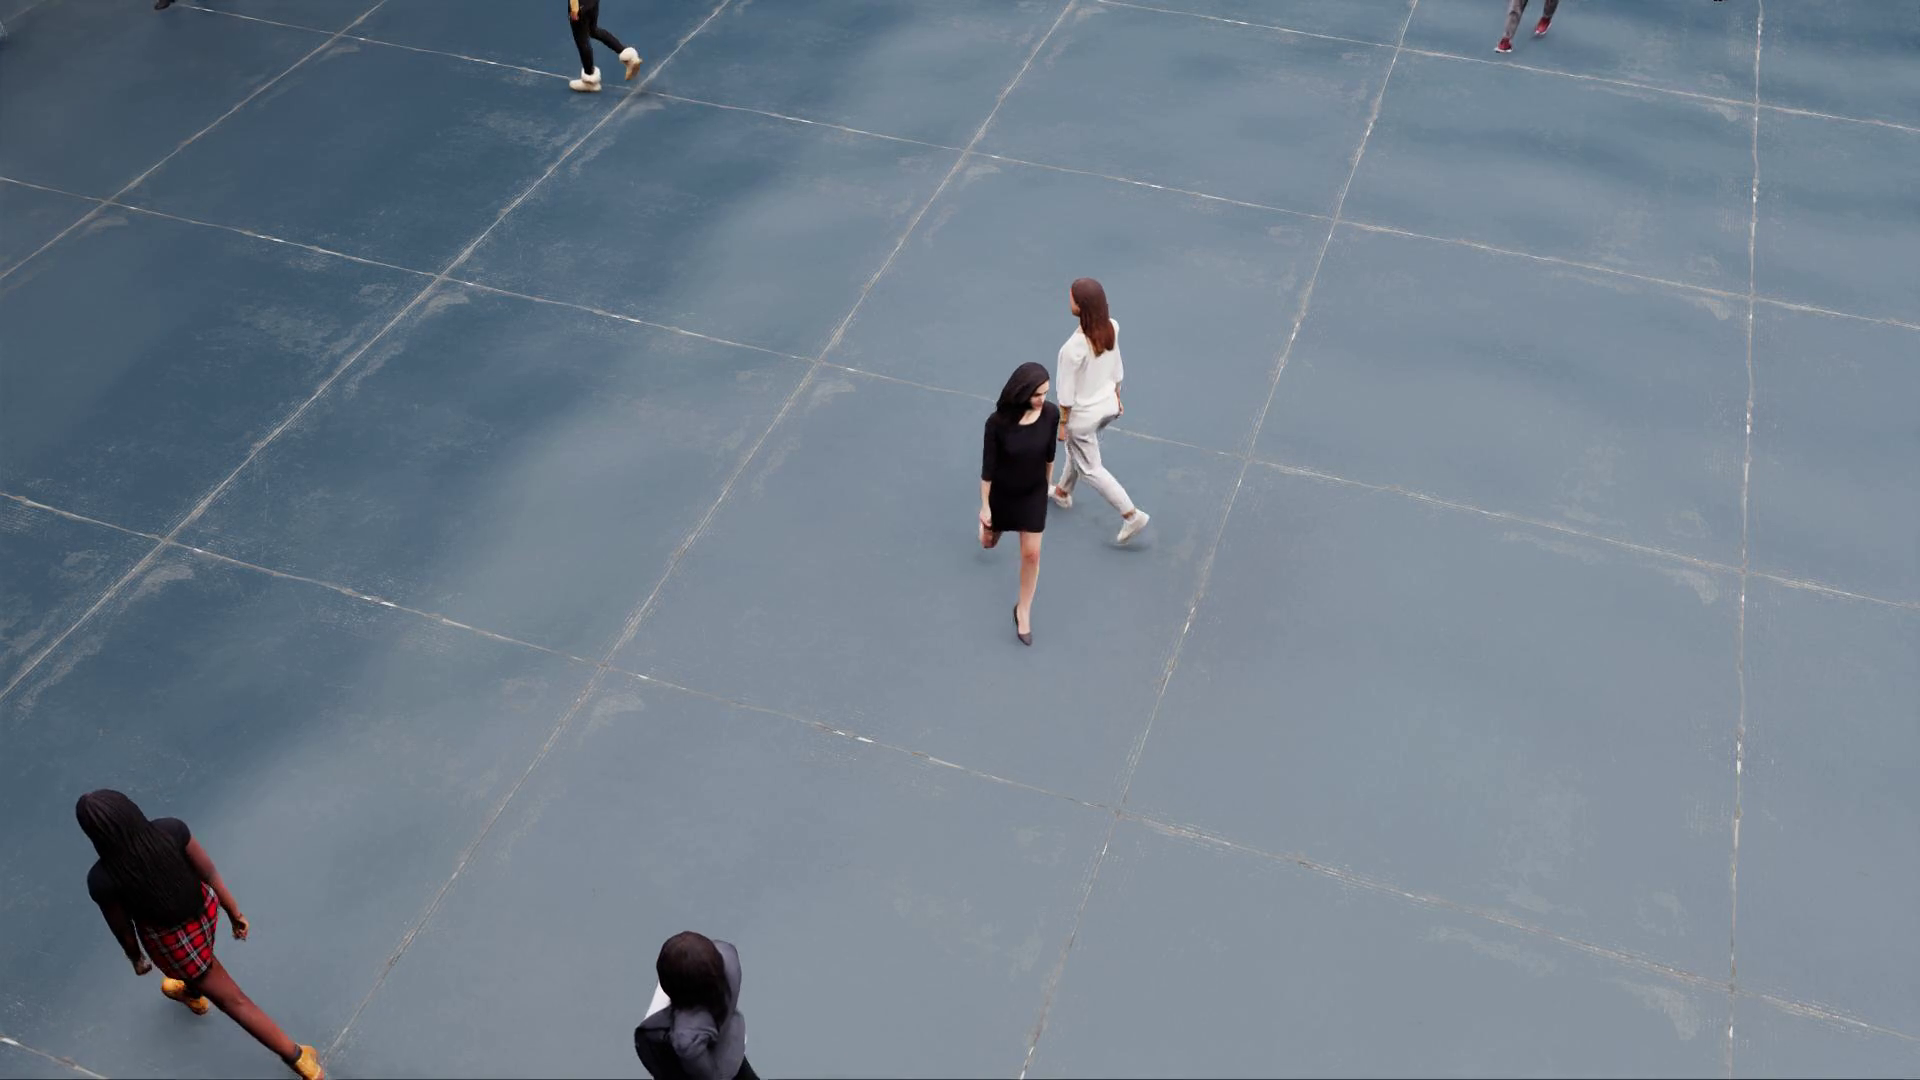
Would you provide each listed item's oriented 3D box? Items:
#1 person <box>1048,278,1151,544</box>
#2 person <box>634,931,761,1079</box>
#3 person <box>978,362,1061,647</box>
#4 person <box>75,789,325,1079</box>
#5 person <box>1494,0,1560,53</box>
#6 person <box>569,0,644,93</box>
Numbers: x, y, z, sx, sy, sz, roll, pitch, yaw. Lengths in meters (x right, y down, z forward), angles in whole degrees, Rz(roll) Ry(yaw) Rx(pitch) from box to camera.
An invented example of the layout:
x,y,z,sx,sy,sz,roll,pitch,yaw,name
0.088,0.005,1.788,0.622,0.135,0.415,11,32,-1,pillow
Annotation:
x,y,z,sx,sy,sz,roll,pitch,yaw,name
0.813,-0.724,9.632,1.128,1.658,0.842,27,49,26,person
-0.953,2.090,6.690,0.989,1.560,0.731,9,44,9,person
0.277,-0.279,9.071,1.095,1.774,1.034,-8,44,-8,person
-3.175,1.709,7.033,1.305,1.650,0.721,21,47,21,person
5.085,-5.036,14.241,1.187,1.671,0.936,30,51,28,person
-3.004,-4.426,13.607,0.901,1.643,0.644,9,44,10,person
